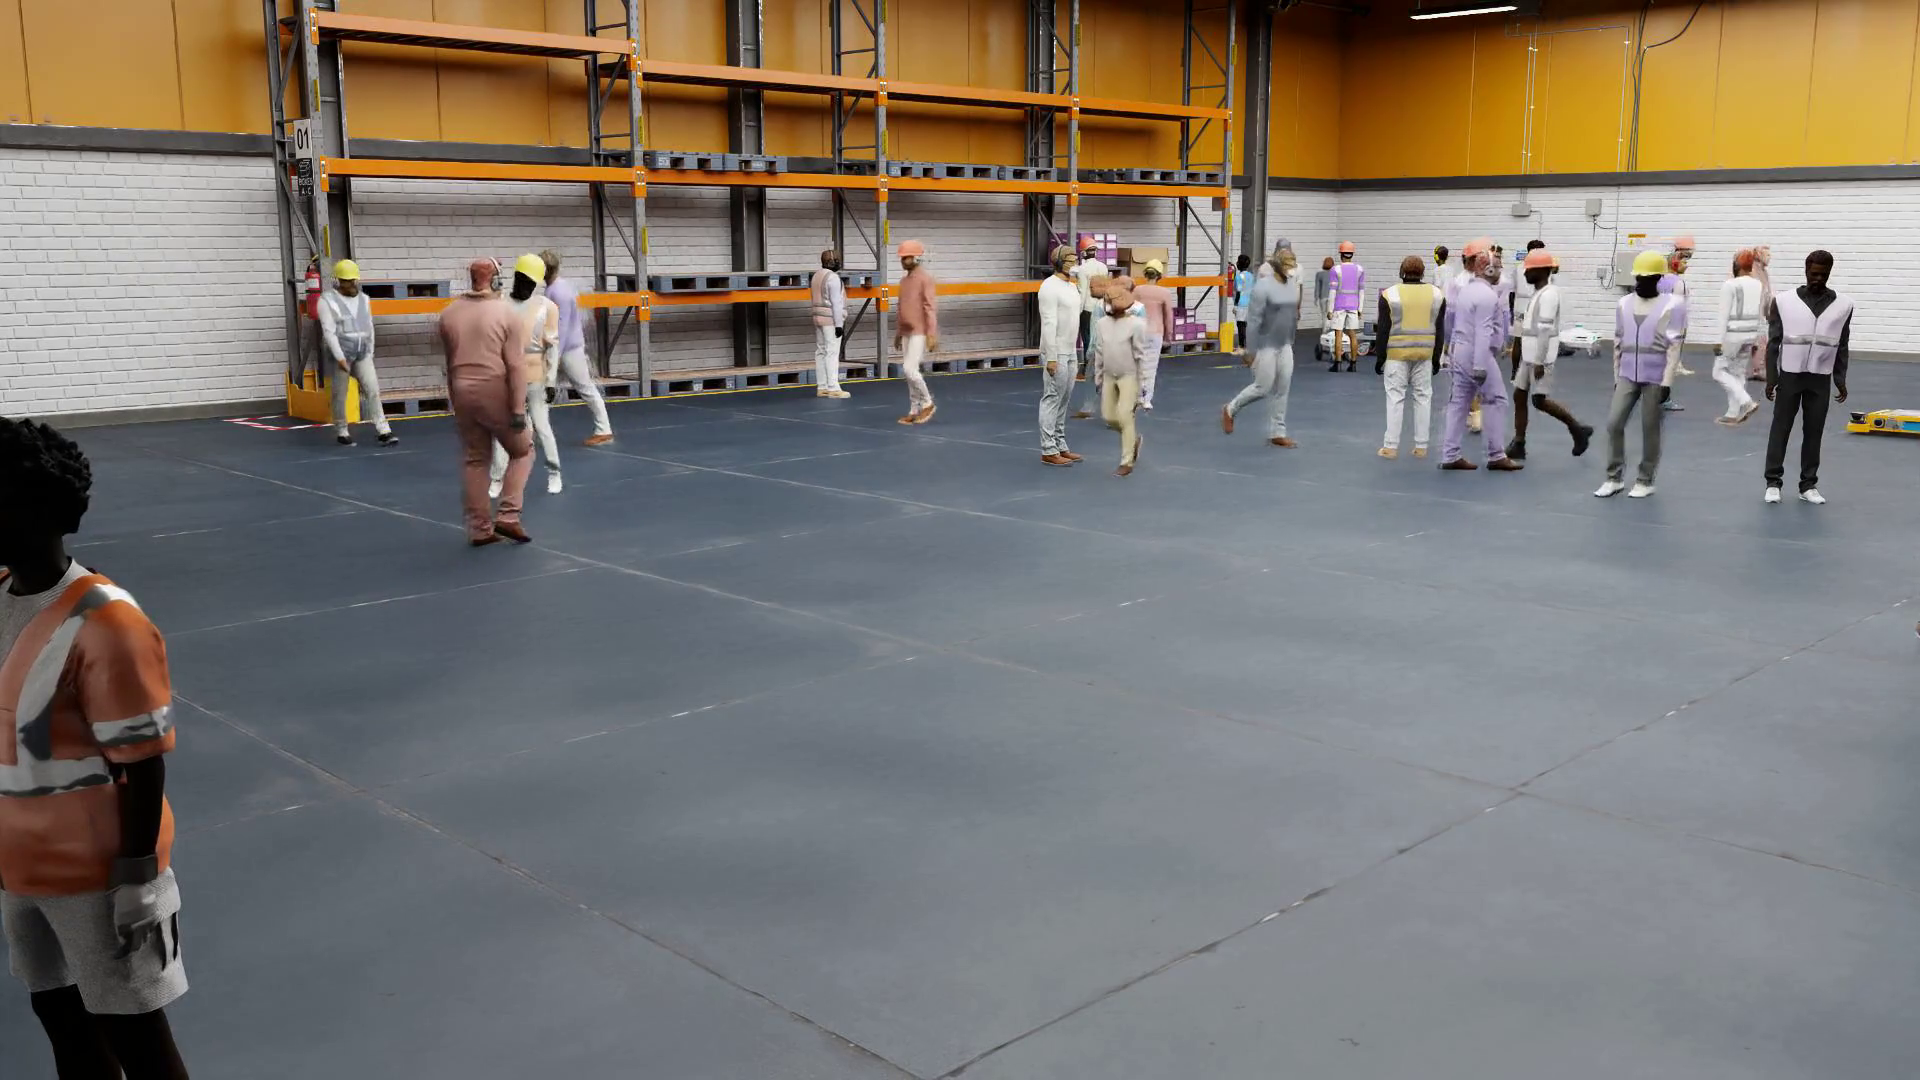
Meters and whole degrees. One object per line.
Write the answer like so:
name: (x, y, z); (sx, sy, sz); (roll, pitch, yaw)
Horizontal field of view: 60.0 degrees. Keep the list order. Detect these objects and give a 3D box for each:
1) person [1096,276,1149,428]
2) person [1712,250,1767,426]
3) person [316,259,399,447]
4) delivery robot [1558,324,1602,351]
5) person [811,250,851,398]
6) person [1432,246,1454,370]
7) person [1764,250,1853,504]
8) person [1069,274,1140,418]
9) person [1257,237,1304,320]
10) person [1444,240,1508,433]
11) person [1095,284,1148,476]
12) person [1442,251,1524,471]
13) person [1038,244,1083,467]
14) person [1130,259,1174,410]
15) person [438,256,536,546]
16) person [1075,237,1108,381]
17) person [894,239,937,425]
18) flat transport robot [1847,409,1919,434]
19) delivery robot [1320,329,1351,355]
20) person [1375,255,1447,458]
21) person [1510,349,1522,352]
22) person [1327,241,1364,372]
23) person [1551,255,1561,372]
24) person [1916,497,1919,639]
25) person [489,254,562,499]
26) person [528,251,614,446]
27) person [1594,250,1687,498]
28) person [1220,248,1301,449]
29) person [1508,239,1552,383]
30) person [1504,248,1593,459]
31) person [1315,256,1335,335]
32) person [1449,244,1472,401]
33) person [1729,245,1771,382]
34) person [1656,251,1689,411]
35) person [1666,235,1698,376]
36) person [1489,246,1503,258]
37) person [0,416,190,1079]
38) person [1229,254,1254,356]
person: (1.741, -1.996, 17.632); (0.543, 1.585, 0.865); (5, 11, 24)
person: (8.232, -2.112, 17.523); (0.599, 1.869, 0.490); (-5, 11, -23)
person: (-5.713, -1.742, 15.722); (0.884, 1.784, 0.600); (8, 13, 39)
delivery robot: (10.222, -3.334, 27.522); (0.707, 0.478, 0.477); (9, 13, 39)
person: (-1.625, -2.702, 20.824); (0.430, 1.845, 0.624); (-6, 12, -30)
person: (7.224, -3.487, 25.040); (0.513, 1.866, 0.331); (-10, 14, -43)
person: (6.409, -1.231, 12.607); (0.587, 1.914, 0.392); (2, 11, 10)
person: (1.606, -2.100, 18.213); (0.743, 1.612, 0.501); (1, 10, 7)
person: (4.763, -3.531, 24.797); (0.683, 2.000, 0.966); (3, 11, 17)
person: (5.331, -2.104, 17.210); (0.608, 1.983, 1.068); (0, 10, 1)
person: (1.412, -1.366, 14.144); (0.543, 1.611, 0.512); (9, 14, 40)
person: (4.554, -1.522, 14.275); (0.798, 1.875, 0.673); (-1, 10, -4)
person: (0.894, -1.623, 14.677); (0.373, 1.940, 0.628); (4, 11, 23)
person: (2.243, -2.409, 19.495); (0.539, 1.733, 0.731); (4, 11, 19)
person: (-3.061, -0.895, 10.855); (0.648, 1.892, 0.428); (3, 11, 17)
person: (1.802, -3.194, 23.107); (0.391, 1.987, 0.608); (9, 14, 41)
person: (-0.506, -2.202, 17.722); (0.446, 1.974, 0.642); (-7, 12, -32)
flat transport robot: (9.794, -1.162, 16.709); (0.652, 0.197, 1.431); (-10, 14, -44)
delivery robot: (6.018, -3.172, 26.641); (0.477, 0.478, 0.707); (0, 10, -3)
person: (4.076, -1.658, 15.129); (0.632, 1.843, 0.429); (-1, 10, -4)
person: (9.890, -4.067, 28.877); (0.517, 1.643, 0.407); (-10, 14, -42)
person: (5.692, -3.448, 24.627); (0.551, 1.934, 0.373); (-2, 11, -11)
person: (8.740, -3.354, 24.672); (0.590, 1.722, 0.502); (9, 14, 42)
person: (4.817, -0.309, 7.820); (0.541, 1.830, 0.918); (6, 12, 28)
person: (-3.427, -1.272, 12.930); (0.663, 1.881, 0.482); (0, 10, -2)
person: (-3.828, -1.796, 15.780); (1.082, 1.865, 0.641); (-5, 11, -25)
person: (5.191, -1.244, 12.703); (0.684, 1.902, 0.585); (-9, 14, -41)
person: (2.900, -1.835, 15.898); (0.658, 1.910, 0.700); (-9, 13, -39)
person: (7.777, -3.106, 22.684); (0.361, 1.963, 0.612); (-9, 14, -42)
person: (5.263, -1.652, 14.910); (0.777, 1.913, 0.545); (1, 10, 3)
person: (7.156, -4.711, 32.398); (0.502, 1.612, 0.663); (5, 11, 25)
person: (6.111, -2.603, 20.037); (0.365, 1.932, 0.543); (2, 11, 12)
person: (11.146, -3.148, 23.135); (0.797, 1.877, 0.654); (8, 13, 37)
person: (8.205, -2.425, 19.306); (0.373, 1.841, 0.570); (-1, 10, -4)
person: (10.276, -3.379, 24.034); (0.698, 2.020, 0.635); (7, 12, 32)
person: (9.492, -4.384, 30.005); (0.748, 1.841, 0.561); (-1, 10, -3)
person: (-1.689, 0.610, 3.155); (0.540, 1.695, 0.317); (6, 12, 31)
person: (4.759, -3.956, 28.048); (0.318, 1.700, 0.535); (7, 12, 33)
